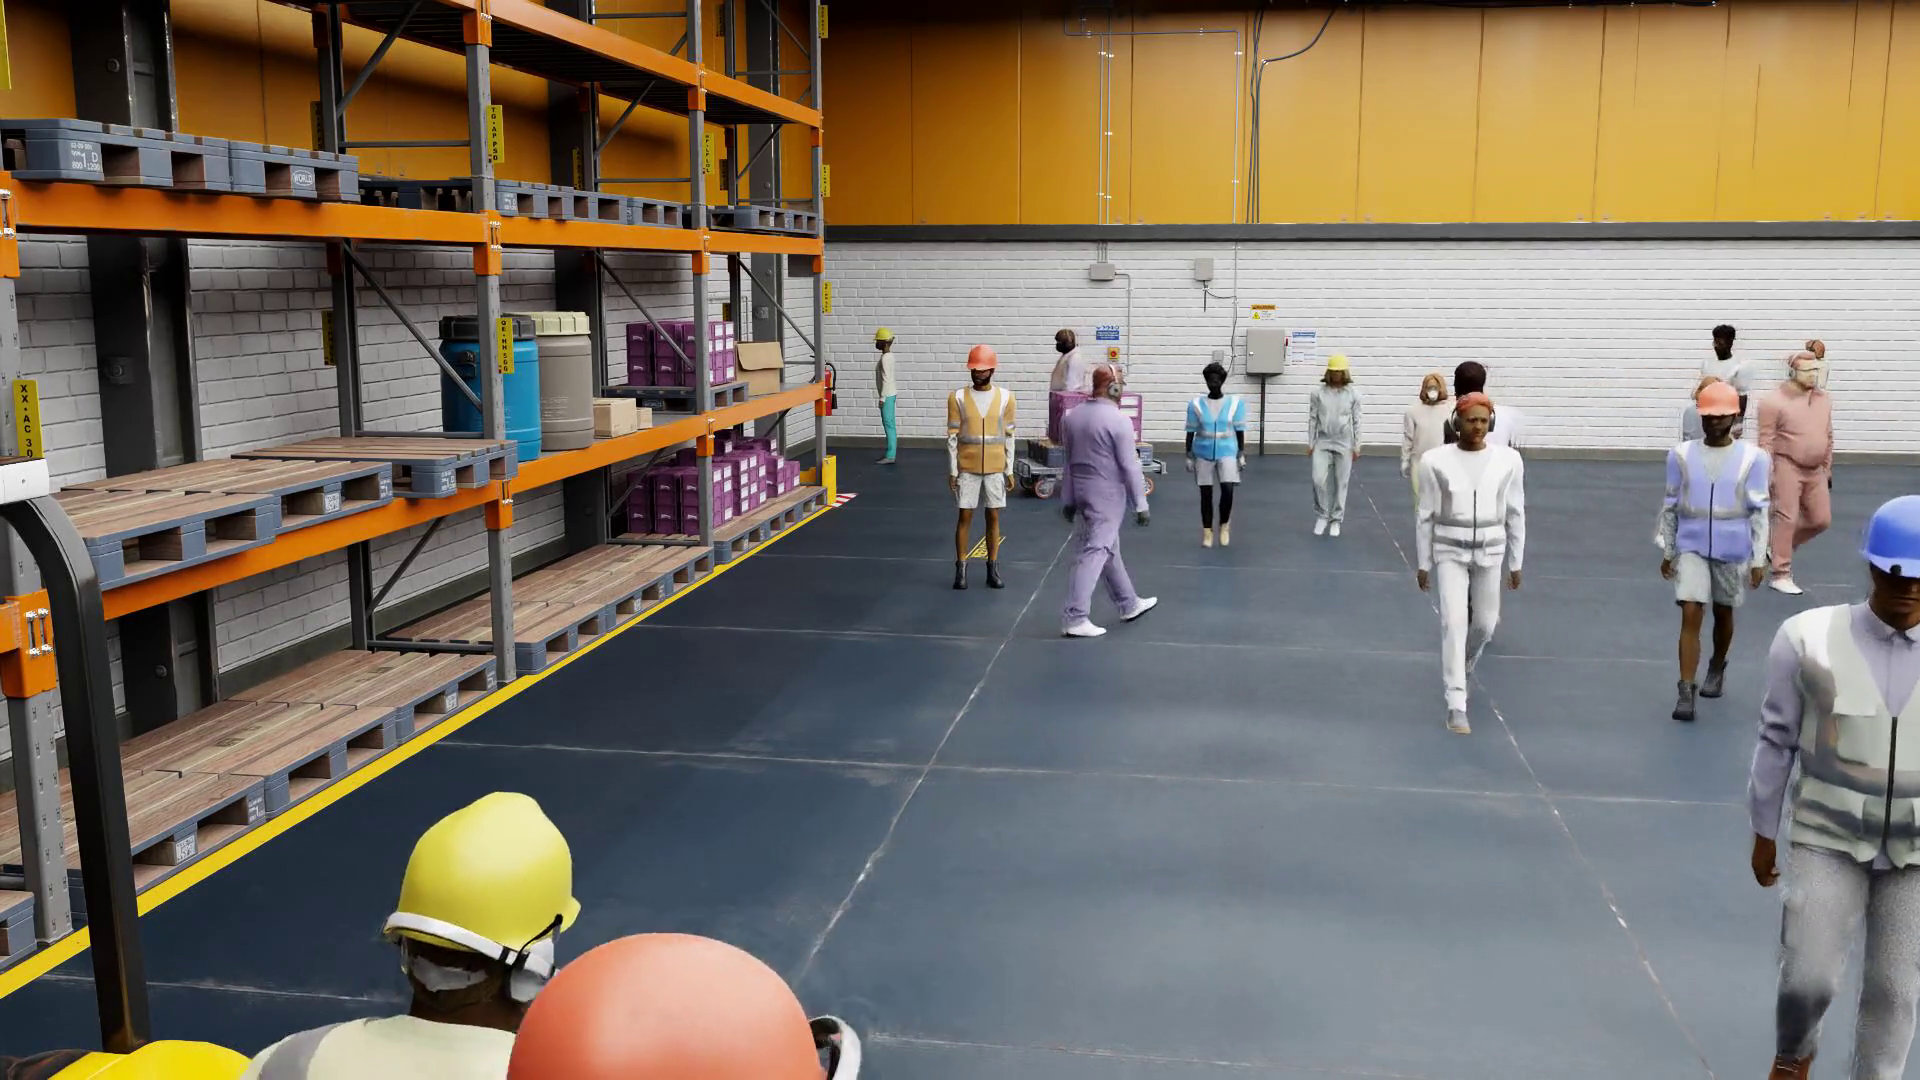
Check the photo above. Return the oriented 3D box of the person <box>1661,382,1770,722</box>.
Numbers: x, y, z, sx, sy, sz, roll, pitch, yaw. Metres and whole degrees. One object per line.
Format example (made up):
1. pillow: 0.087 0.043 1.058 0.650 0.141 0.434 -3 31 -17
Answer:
1. person: 4.301 0.039 9.499 0.558 1.890 0.977 5 11 29

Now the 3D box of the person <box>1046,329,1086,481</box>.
1. person: 1.271 -1.598 19.806 0.449 1.819 0.624 -2 9 -11

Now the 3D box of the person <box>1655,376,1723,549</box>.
1. person: 6.539 -0.656 14.694 0.512 1.589 0.876 -3 10 -18

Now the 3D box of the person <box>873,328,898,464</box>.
1. person: -0.972 -1.860 21.569 0.312 1.768 0.522 1 9 4

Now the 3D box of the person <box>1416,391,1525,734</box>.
1. person: 2.843 0.086 9.318 0.588 1.854 0.900 1 9 5

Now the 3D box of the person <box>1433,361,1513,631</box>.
1. person: 3.473 -0.260 11.277 0.616 1.897 0.468 -6 11 -32

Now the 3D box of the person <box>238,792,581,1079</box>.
1. person: -0.682 1.247 2.289 0.613 1.805 0.470 1 9 9

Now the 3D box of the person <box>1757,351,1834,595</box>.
1. person: 6.513 -0.530 12.987 0.682 1.891 0.474 -3 10 -16

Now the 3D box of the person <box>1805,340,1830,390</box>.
1. person: 10.724 -1.694 20.923 0.515 1.641 0.314 -6 11 -34

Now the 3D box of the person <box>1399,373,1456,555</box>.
1. person: 4.130 -0.661 14.624 0.504 1.622 0.379 3 10 21

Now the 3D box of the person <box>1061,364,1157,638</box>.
1. person: 1.083 -0.279 11.514 0.976 1.861 0.657 -5 11 -30

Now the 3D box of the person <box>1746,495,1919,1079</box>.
1. person: 2.490 0.821 4.538 0.621 1.927 0.538 4 10 21

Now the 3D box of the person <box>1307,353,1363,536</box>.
1. person: 3.519 -0.886 15.640 0.506 1.727 0.454 3 10 17

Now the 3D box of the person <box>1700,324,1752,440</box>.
1. person: 7.997 -1.297 17.517 0.444 1.946 0.642 -4 10 -25

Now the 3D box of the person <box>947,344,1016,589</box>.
1. person: 0.174 -0.571 13.101 0.546 1.934 0.376 -1 9 -5

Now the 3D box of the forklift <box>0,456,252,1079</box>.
1. forklift: -2.328 0.975 2.765 2.313 2.155 1.214 1 9 9

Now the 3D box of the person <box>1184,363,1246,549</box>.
1. person: 2.281 -0.745 14.931 0.558 1.679 0.423 2 9 12

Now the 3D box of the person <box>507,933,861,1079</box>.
1. person: -0.127 1.287 1.517 0.654 1.967 0.480 6 11 32
